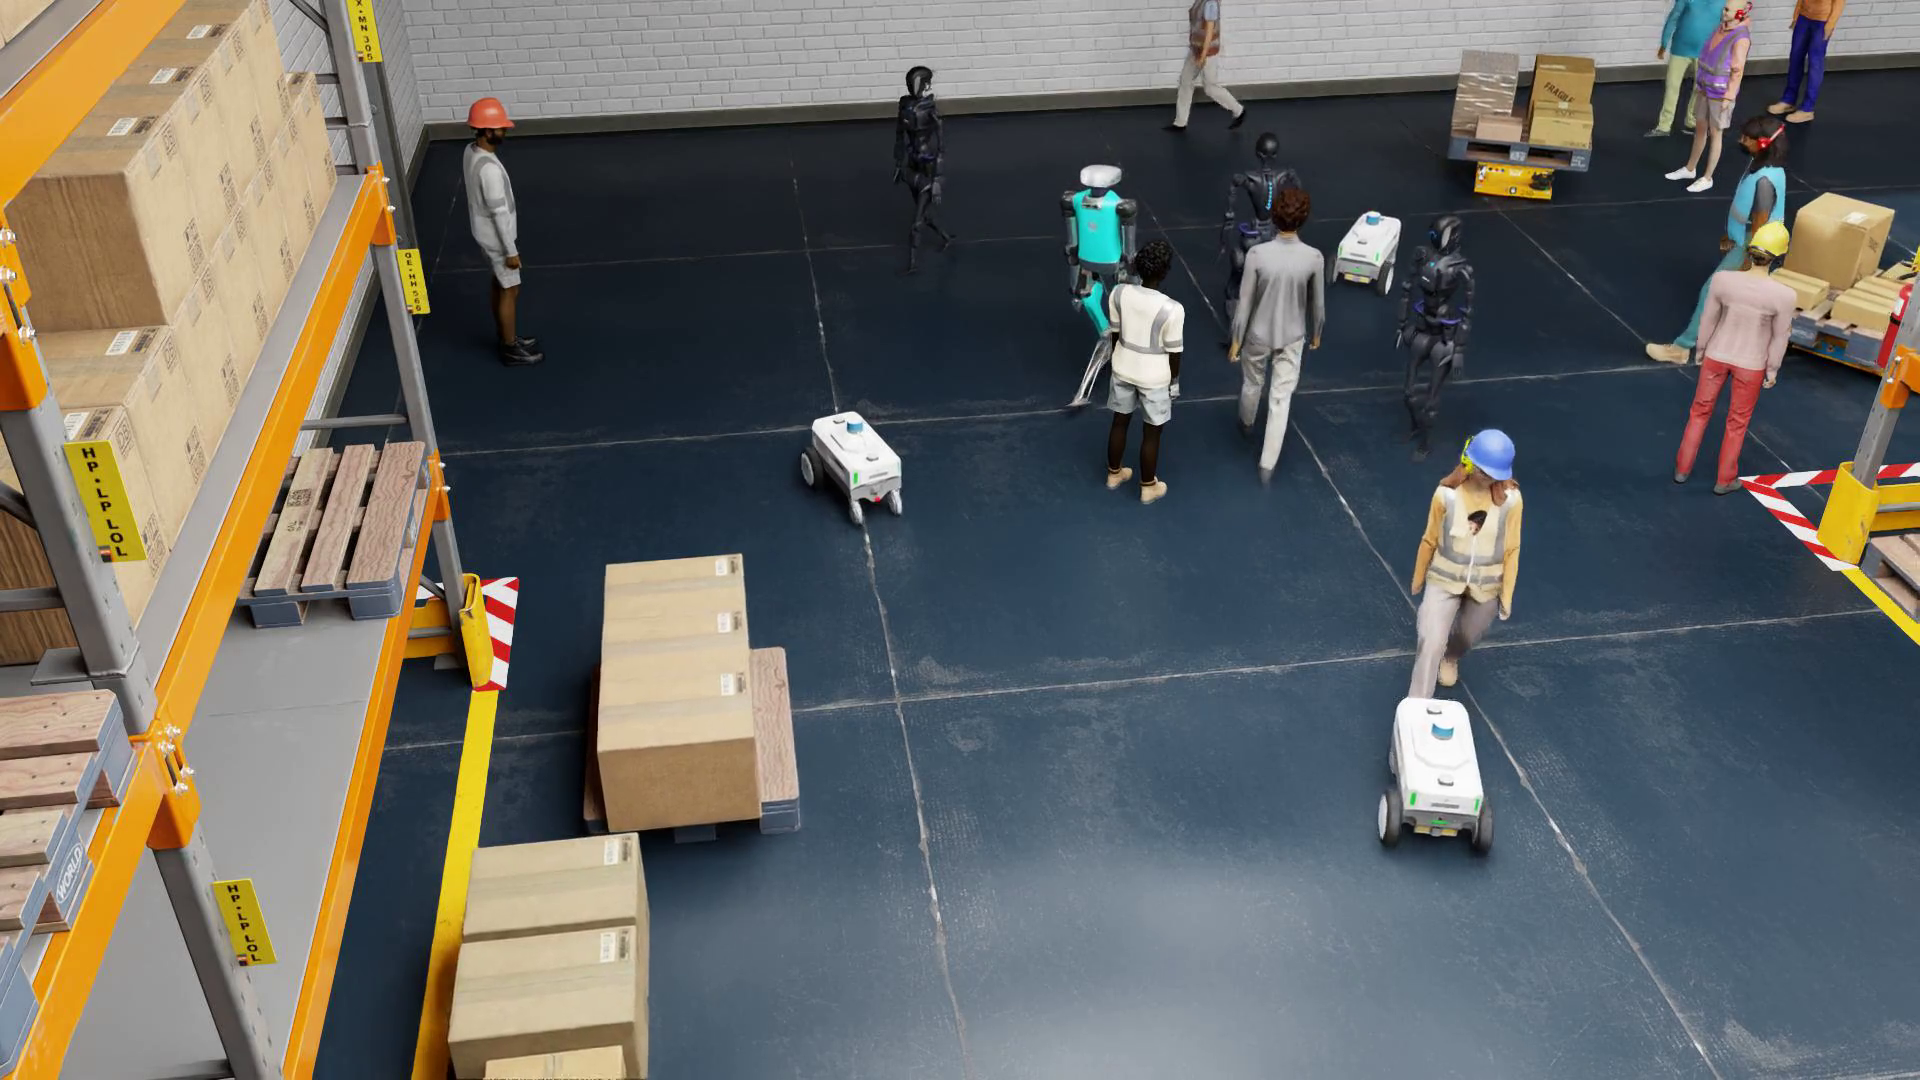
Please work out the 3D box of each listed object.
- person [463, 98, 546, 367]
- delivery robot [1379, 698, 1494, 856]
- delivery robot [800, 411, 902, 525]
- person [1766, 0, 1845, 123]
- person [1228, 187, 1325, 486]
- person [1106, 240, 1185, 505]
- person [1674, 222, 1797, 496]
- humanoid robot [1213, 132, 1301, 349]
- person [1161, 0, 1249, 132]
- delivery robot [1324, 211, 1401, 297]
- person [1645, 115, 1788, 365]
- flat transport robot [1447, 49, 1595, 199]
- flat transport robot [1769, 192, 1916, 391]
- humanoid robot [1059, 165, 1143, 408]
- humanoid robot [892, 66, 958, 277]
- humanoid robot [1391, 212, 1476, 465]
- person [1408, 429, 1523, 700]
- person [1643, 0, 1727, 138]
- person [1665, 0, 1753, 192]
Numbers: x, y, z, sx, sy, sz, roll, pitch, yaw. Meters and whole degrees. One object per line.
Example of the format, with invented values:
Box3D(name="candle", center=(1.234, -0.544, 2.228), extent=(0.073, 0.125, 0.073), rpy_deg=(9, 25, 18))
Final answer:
Box3D(name="person", center=(-3.198, -2.133, 11.610), extent=(0.388, 1.926, 0.546), rpy_deg=(-16, 37, -23))
Box3D(name="delivery robot", center=(2.258, 1.092, 7.905), extent=(0.499, 0.581, 0.774), rpy_deg=(4, 33, 6))
Box3D(name="delivery robot", center=(-0.649, -0.501, 10.342), extent=(0.499, 0.576, 0.768), rpy_deg=(-15, 36, -22))
Box3D(name="person", center=(8.252, -5.052, 16.038), extent=(0.405, 1.972, 0.520), rpy_deg=(-11, 35, -16))
Box3D(name="person", center=(1.983, -1.332, 10.439), extent=(0.577, 1.854, 0.969), rpy_deg=(4, 33, 7))
Box3D(name="person", center=(1.115, -1.013, 10.101), extent=(0.532, 1.692, 0.320), rpy_deg=(25, 41, 33))
Box3D(name="person", center=(4.747, -1.101, 10.170), extent=(0.521, 1.768, 0.310), rpy_deg=(24, 40, 32))
Box3D(name="humanoid robot", center=(2.110, -2.083, 11.749), extent=(0.599, 1.649, 0.348), rpy_deg=(-5, 33, -7))
Box3D(name="person", center=(2.374, -4.654, 15.713), extent=(0.768, 1.660, 0.444), rpy_deg=(-5, 34, -8))
Box3D(name="delivery robot", center=(3.208, -2.286, 13.080), extent=(0.499, 0.579, 0.753), rpy_deg=(15, 36, 22))
Box3D(name="person", center=(5.378, -2.063, 11.582), extent=(0.713, 1.839, 0.542), rpy_deg=(12, 35, 18))
Box3D(name="flat transport robot", center=(5.057, -3.463, 15.160), extent=(0.659, 0.231, 1.431), rpy_deg=(9, 34, 14))
Box3D(name="flat transport robot", center=(6.447, -1.484, 12.127), extent=(0.659, 0.231, 1.431), rpy_deg=(-28, 42, -36))
Box3D(name="humanoid robot", center=(1.013, -1.723, 11.147), extent=(0.560, 1.752, 0.969), rpy_deg=(17, 37, 24))
Box3D(name="humanoid robot", center=(-0.256, -2.932, 13.093), extent=(0.740, 1.642, 0.595), rpy_deg=(-25, 41, -33))
Box3D(name="humanoid robot", center=(3.010, -1.299, 10.559), extent=(0.388, 1.651, 0.589), rpy_deg=(-22, 39, -30))
Box3D(name="person", center=(2.486, 0.184, 8.222), extent=(0.470, 1.736, 0.876), rpy_deg=(6, 34, 10))
Box3D(name="person", center=(6.883, -4.585, 15.567), extent=(0.646, 1.705, 0.335), rpy_deg=(9, 34, 14))
Box3D(name="person", center=(6.591, -3.893, 14.513), extent=(0.348, 1.694, 0.482), rpy_deg=(-6, 34, -9))
